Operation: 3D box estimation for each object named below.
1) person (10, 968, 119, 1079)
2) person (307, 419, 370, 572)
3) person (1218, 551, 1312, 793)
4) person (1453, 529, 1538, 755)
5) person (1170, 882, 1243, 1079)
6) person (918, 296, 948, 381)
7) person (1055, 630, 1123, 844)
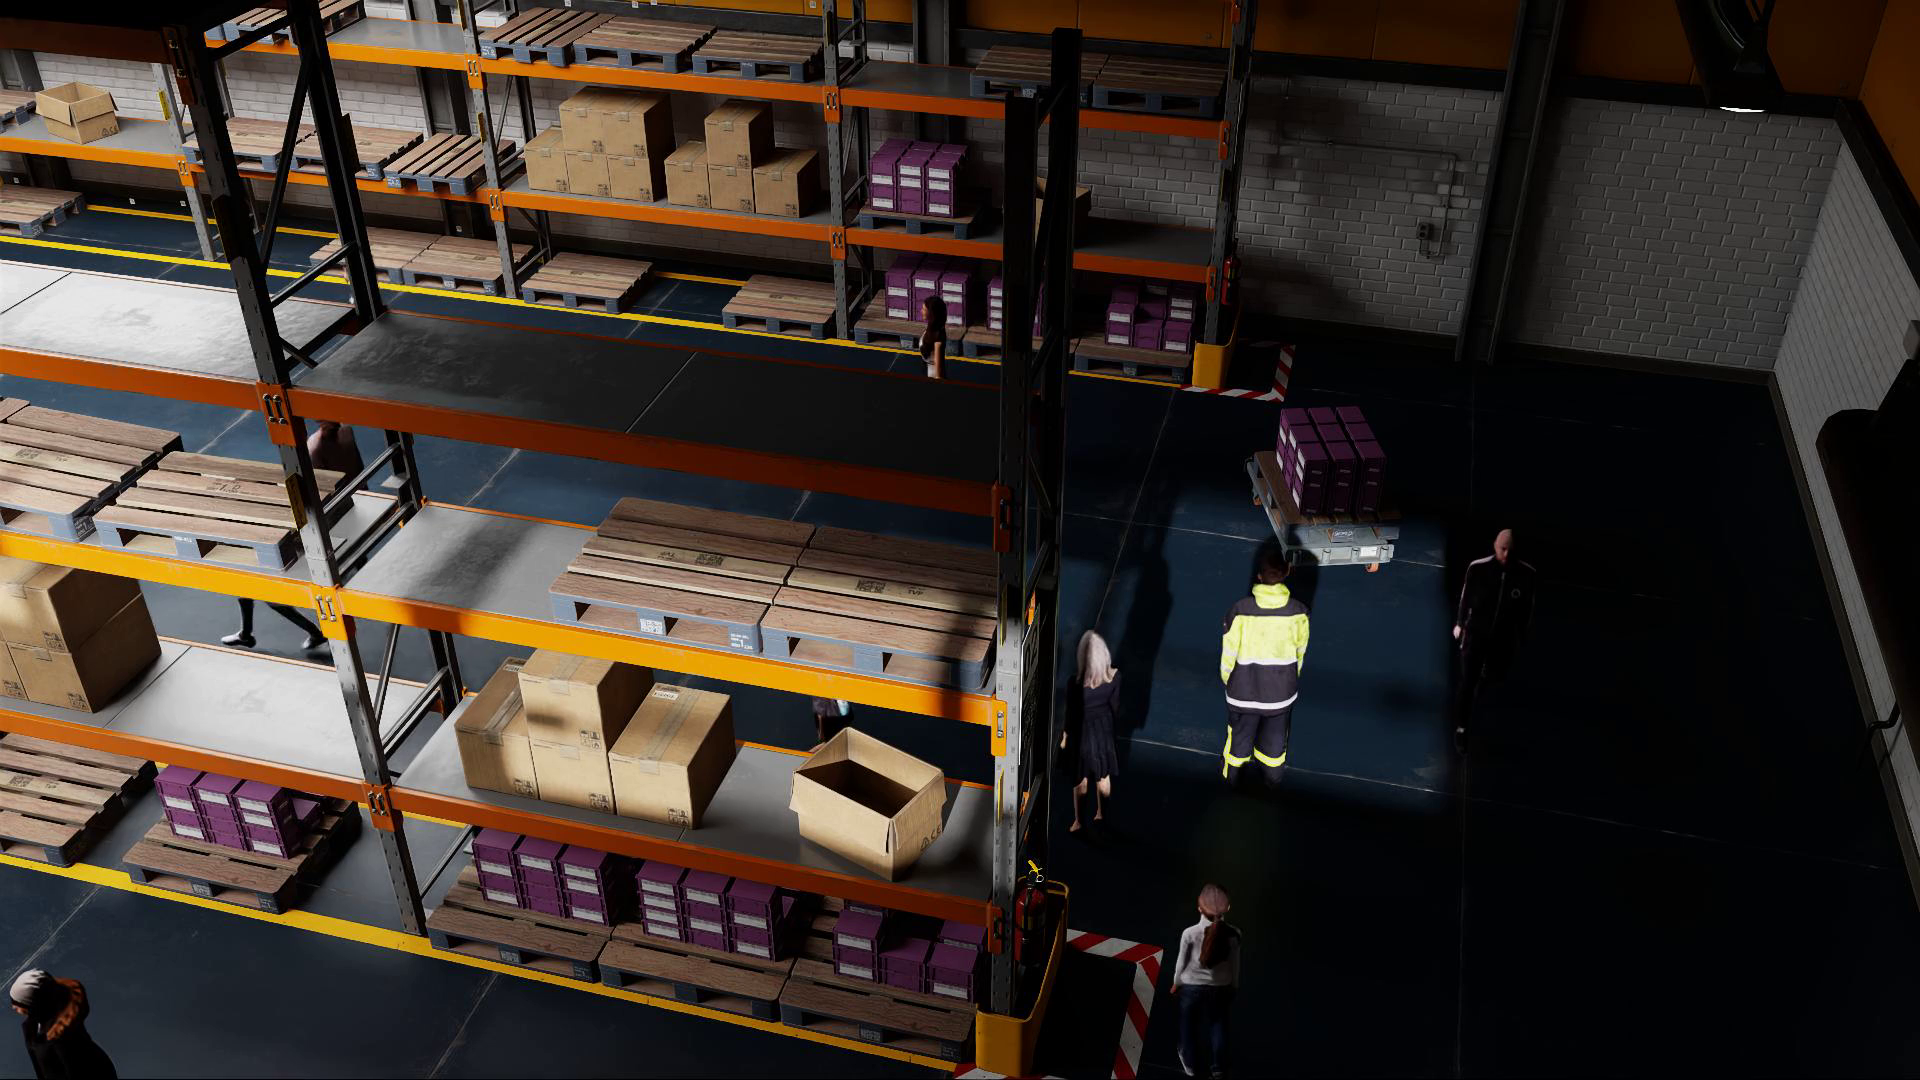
[{"bbox_3d":[-4.774,2.923,9.048,0.782,1.633,0.692,-27,42,-34],"label":"person"},{"bbox_3d":[-5.171,-0.364,13.797,1.099,1.850,0.763,13,36,19],"label":"person"},{"bbox_3d":[2.124,0.935,11.726,0.713,1.979,0.903,-2,34,-3],"label":"person"},{"bbox_3d":[3.908,0.655,12.296,1.016,1.815,0.738,8,34,11],"label":"person"},{"bbox_3d":[1.420,2.624,9.578,0.790,1.545,0.732,-2,34,-3],"label":"person"},{"bbox_3d":[-0.164,-1.440,15.479,1.034,1.779,0.797,-3,34,-4],"label":"person"},{"bbox_3d":[0.889,1.339,11.327,0.670,1.748,0.752,-12,36,-18],"label":"person"}]
